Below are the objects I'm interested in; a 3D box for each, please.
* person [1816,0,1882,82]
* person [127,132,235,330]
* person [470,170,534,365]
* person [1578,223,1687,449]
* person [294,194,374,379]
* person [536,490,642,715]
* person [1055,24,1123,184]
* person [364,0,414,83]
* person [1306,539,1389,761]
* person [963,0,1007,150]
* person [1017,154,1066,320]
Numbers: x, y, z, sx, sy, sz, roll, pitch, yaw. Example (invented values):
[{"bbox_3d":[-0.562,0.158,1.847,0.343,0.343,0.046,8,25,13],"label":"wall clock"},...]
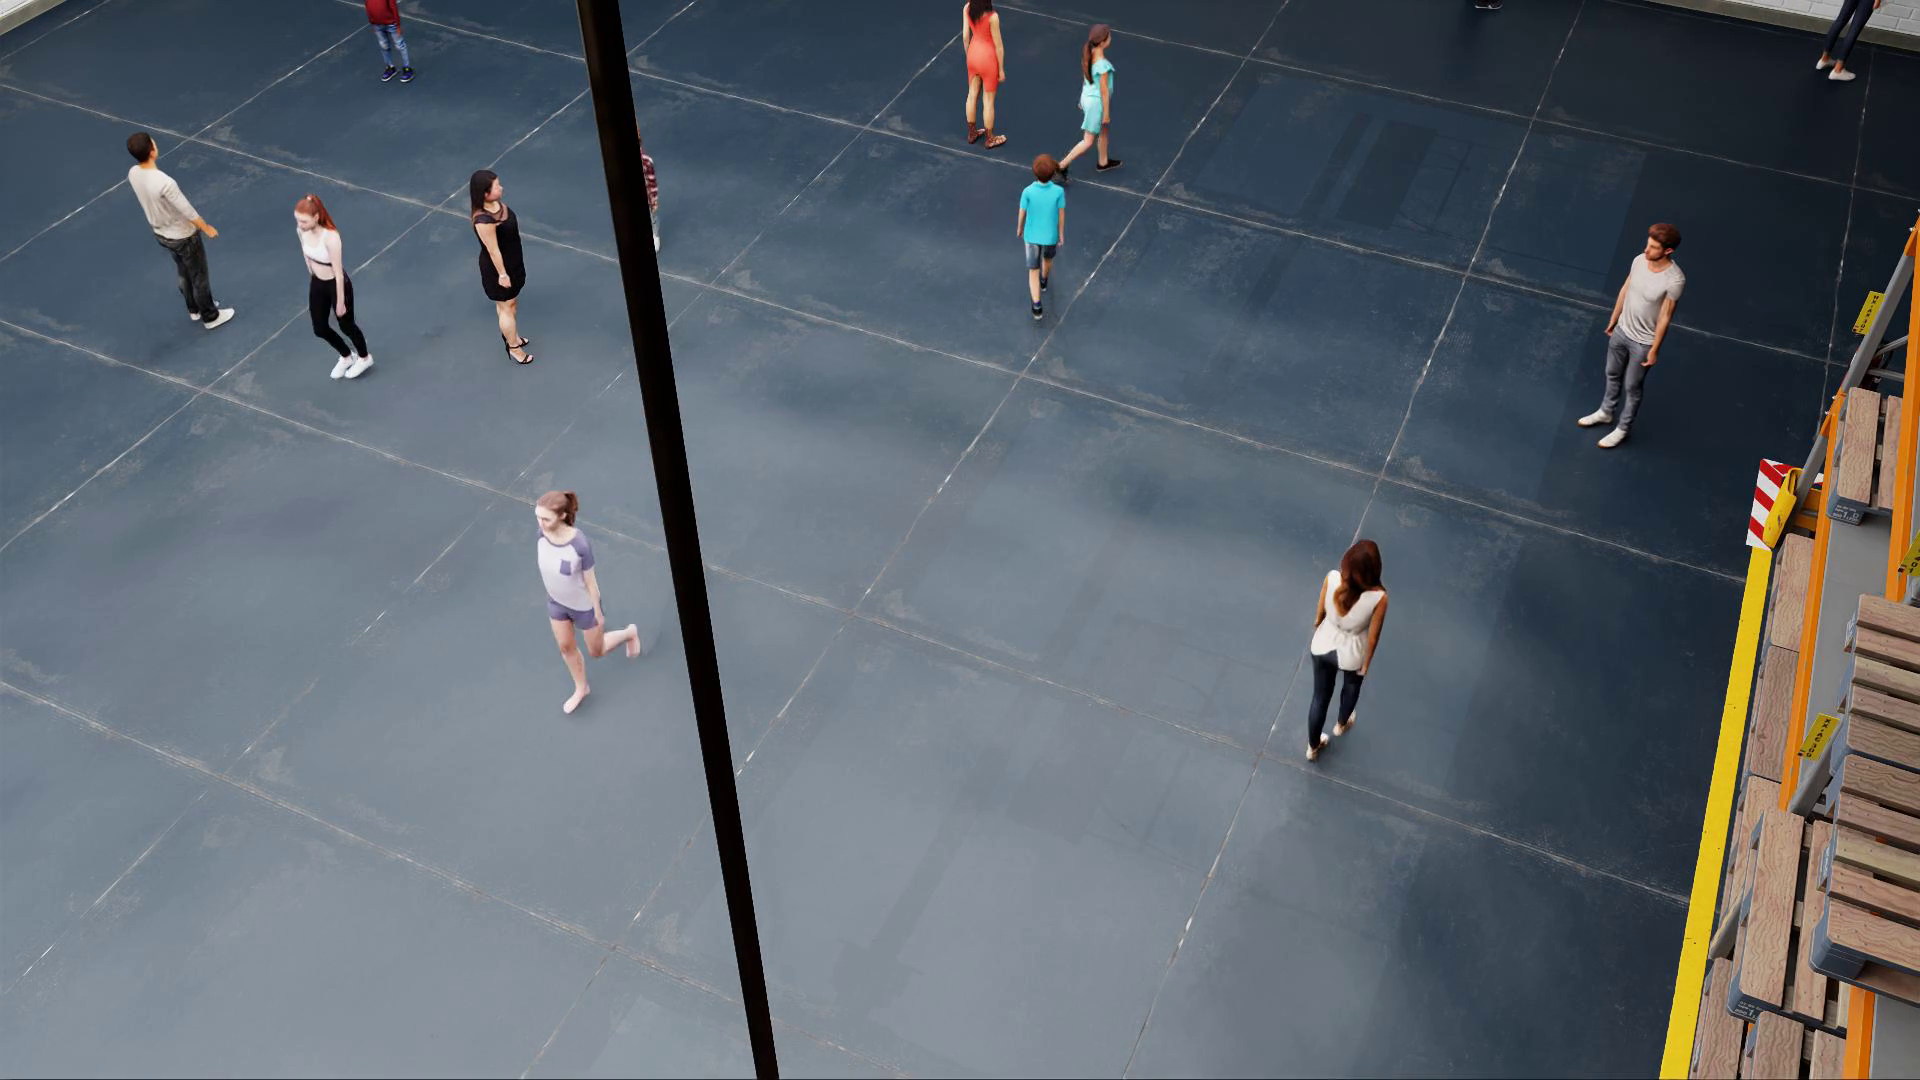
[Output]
[{"bbox_3d":[9.115,-5.551,16.770,0.734,1.808,0.634,-8,44,-8],"label":"person"},{"bbox_3d":[-6.406,-2.477,13.544,0.679,1.807,0.618,22,48,21],"label":"person"},{"bbox_3d":[-3.683,-2.192,13.309,0.818,1.718,0.742,-10,45,-11],"label":"person"},{"bbox_3d":[5.117,-1.557,12.521,0.800,1.886,0.761,-18,47,-18],"label":"person"},{"bbox_3d":[-4.863,-2.018,13.119,0.641,1.728,0.645,25,49,24],"label":"person"},{"bbox_3d":[-2.400,0.344,10.627,0.600,1.746,0.910,21,47,20],"label":"person"},{"bbox_3d":[1.181,-3.998,15.337,1.053,1.535,0.966,-16,46,-16],"label":"person"},{"bbox_3d":[-5.832,-5.278,16.885,0.547,1.254,0.559,6,44,6],"label":"person"},{"bbox_3d":[2.304,0.731,10.205,0.620,1.768,0.752,21,48,21],"label":"person"},{"bbox_3d":[0.218,-4.528,15.760,0.627,1.719,0.589,27,50,26],"label":"person"},{"bbox_3d":[0.681,-2.516,13.867,0.830,1.418,1.015,-3,44,-3],"label":"person"}]
